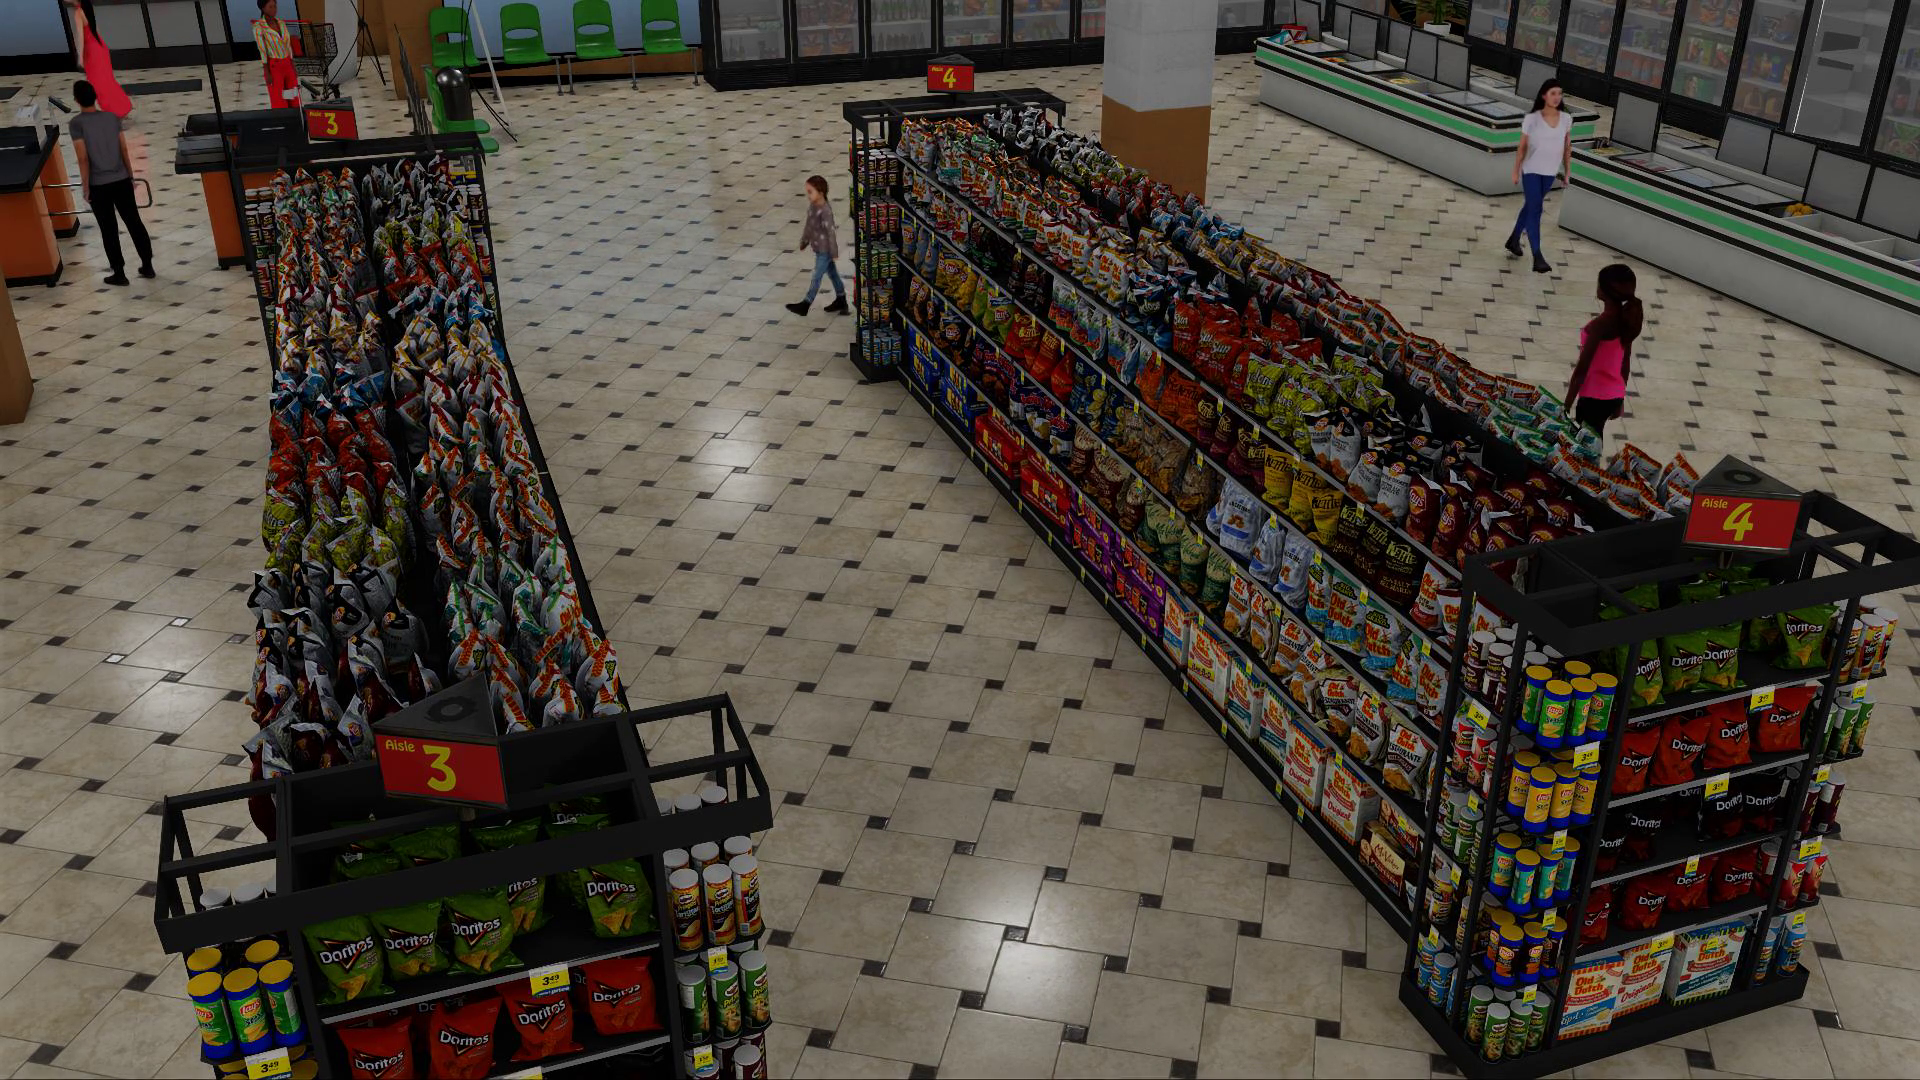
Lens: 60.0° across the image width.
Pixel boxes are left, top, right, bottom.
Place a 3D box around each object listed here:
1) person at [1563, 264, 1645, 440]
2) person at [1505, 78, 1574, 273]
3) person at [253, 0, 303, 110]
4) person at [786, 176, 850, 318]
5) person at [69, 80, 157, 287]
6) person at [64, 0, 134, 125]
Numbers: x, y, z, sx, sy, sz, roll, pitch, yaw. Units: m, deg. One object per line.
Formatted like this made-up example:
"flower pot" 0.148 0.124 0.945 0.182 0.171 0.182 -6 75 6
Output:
"person" 3.882 -0.792 9.920 0.661 1.714 0.683 -18 32 -31
"person" 5.128 -3.247 14.847 0.737 1.636 1.142 -5 27 -9
"person" -7.510 -5.116 18.361 0.720 1.791 0.669 13 30 24
"person" -1.069 -2.420 13.735 0.580 1.168 0.736 -12 29 -22
"person" -7.393 -3.102 14.431 0.720 1.754 0.701 18 32 31
"person" -10.181 -5.718 19.667 0.882 1.684 0.710 4 27 8
